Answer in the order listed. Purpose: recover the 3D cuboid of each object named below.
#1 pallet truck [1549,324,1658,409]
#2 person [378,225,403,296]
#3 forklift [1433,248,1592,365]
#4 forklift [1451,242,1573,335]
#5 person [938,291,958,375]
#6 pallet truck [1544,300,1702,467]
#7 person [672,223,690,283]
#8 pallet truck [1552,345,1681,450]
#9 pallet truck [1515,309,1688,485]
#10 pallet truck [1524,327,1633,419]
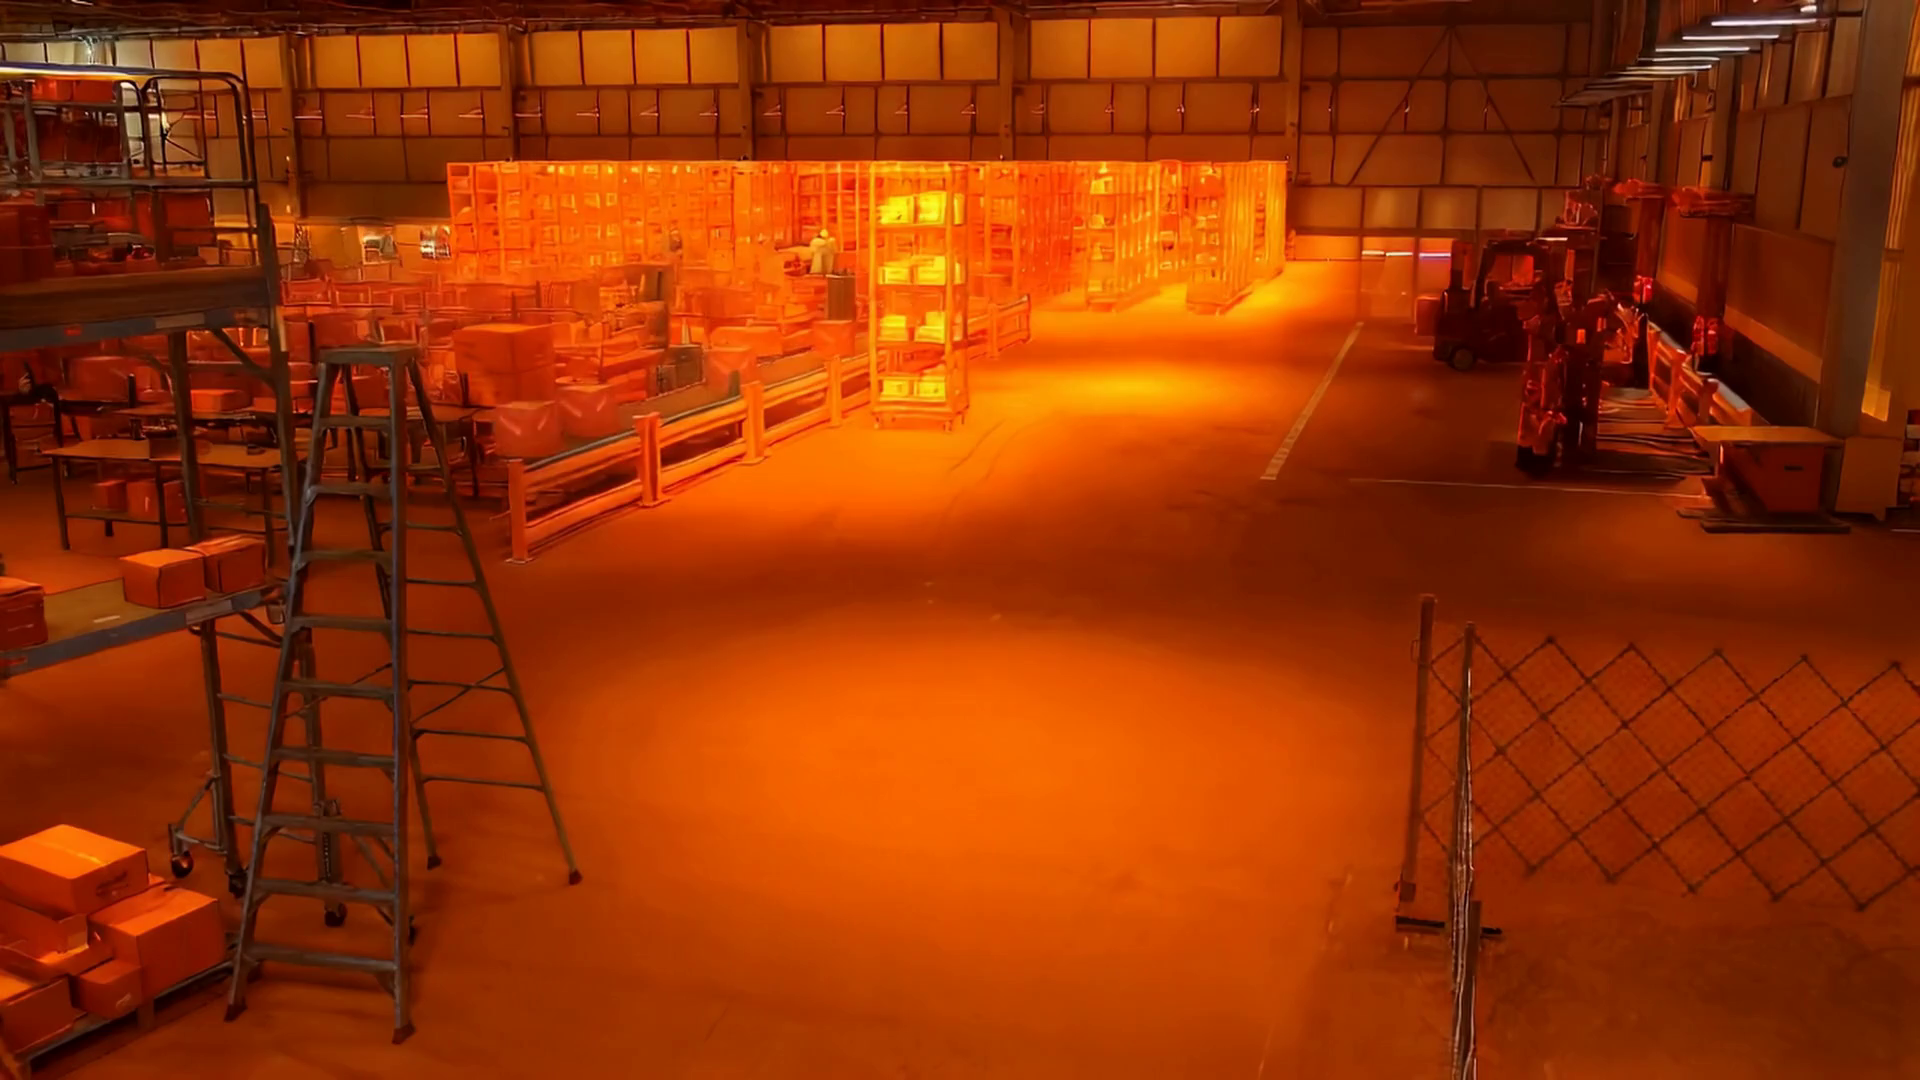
[{"bbox_3d":[9.824,-2.669,25.407,1.601,1.201,0.680,4,14,16],"label":"pallet truck"},{"bbox_3d":[-15.537,-7.580,45.185,0.598,1.914,0.993,7,15,27],"label":"person"},{"bbox_3d":[9.780,-4.111,29.280,2.680,1.987,1.157,3,13,14],"label":"forklift"},{"bbox_3d":[10.464,-4.597,31.405,2.680,1.987,1.157,4,14,16],"label":"forklift"},{"bbox_3d":[-0.227,-3.533,27.363,0.374,2.044,0.606,0,13,-2],"label":"person"},{"bbox_3d":[8.263,-1.952,20.631,1.885,1.965,0.823,5,14,20],"label":"pallet truck"},{"bbox_3d":[-8.199,-8.426,49.036,0.608,1.791,0.867,1,13,4],"label":"person"},{"bbox_3d":[8.641,-1.896,21.908,1.630,1.274,0.653,4,14,16],"label":"pallet truck"},{"bbox_3d":[7.554,-1.677,19.446,1.885,1.965,0.823,3,13,14],"label":"pallet truck"},{"bbox_3d":[9.065,-2.460,24.370,1.522,1.261,0.704,3,13,14],"label":"pallet truck"}]
